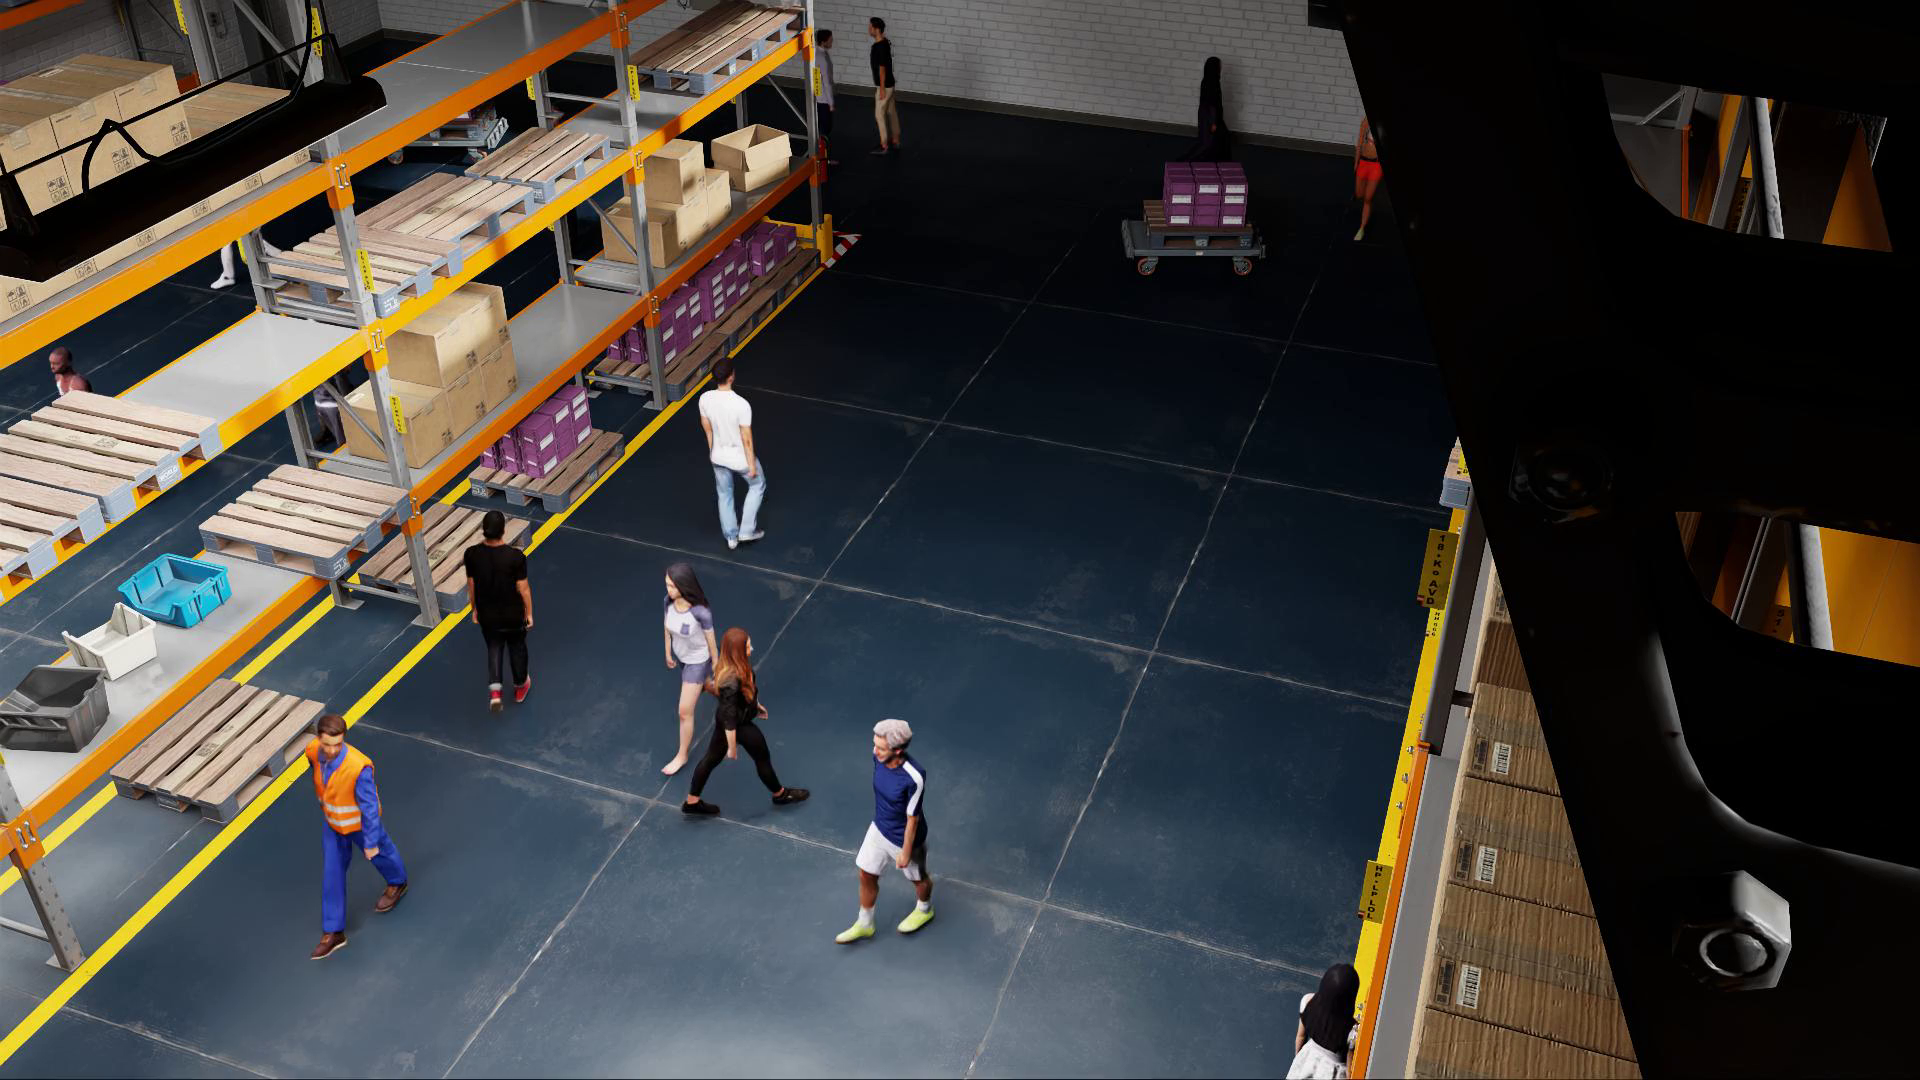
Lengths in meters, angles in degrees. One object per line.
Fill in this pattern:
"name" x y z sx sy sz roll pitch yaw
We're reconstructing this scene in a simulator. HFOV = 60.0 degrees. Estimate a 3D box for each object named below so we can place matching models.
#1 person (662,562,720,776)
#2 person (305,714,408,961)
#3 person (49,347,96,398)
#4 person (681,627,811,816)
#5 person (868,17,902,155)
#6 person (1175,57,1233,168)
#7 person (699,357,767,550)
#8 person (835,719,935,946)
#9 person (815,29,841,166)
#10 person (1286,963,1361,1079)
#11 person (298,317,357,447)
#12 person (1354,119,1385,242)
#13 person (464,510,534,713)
"person" -1.922 0.849 12.349 0.855 1.657 1.197 24 40 31
"person" -3.881 1.776 10.814 0.685 1.811 1.080 13 36 19
"person" -7.760 -0.986 15.046 0.708 1.728 1.176 18 38 25
"person" -1.672 1.302 11.663 1.079 1.661 1.158 -7 34 -10
"person" -1.001 -6.242 22.850 0.826 1.840 0.730 3 34 4
"person" 3.267 -5.615 22.129 0.907 1.595 1.045 -1 34 -1
"person" -2.023 -0.702 14.503 0.687 1.856 0.622 14 36 20
"person" -0.319 1.836 10.722 0.863 1.813 1.024 28 43 35
"person" -1.882 -6.002 22.500 0.860 1.830 0.778 -20 38 -27
"person" 1.974 2.972 9.053 0.793 1.769 0.773 -26 42 -34
"person" -6.160 -1.854 16.303 0.687 1.781 0.996 12 35 17
"person" 5.082 -4.608 20.451 0.661 1.776 0.962 16 37 23
"person" -3.496 0.596 12.655 0.835 1.740 0.969 -1 34 -2
